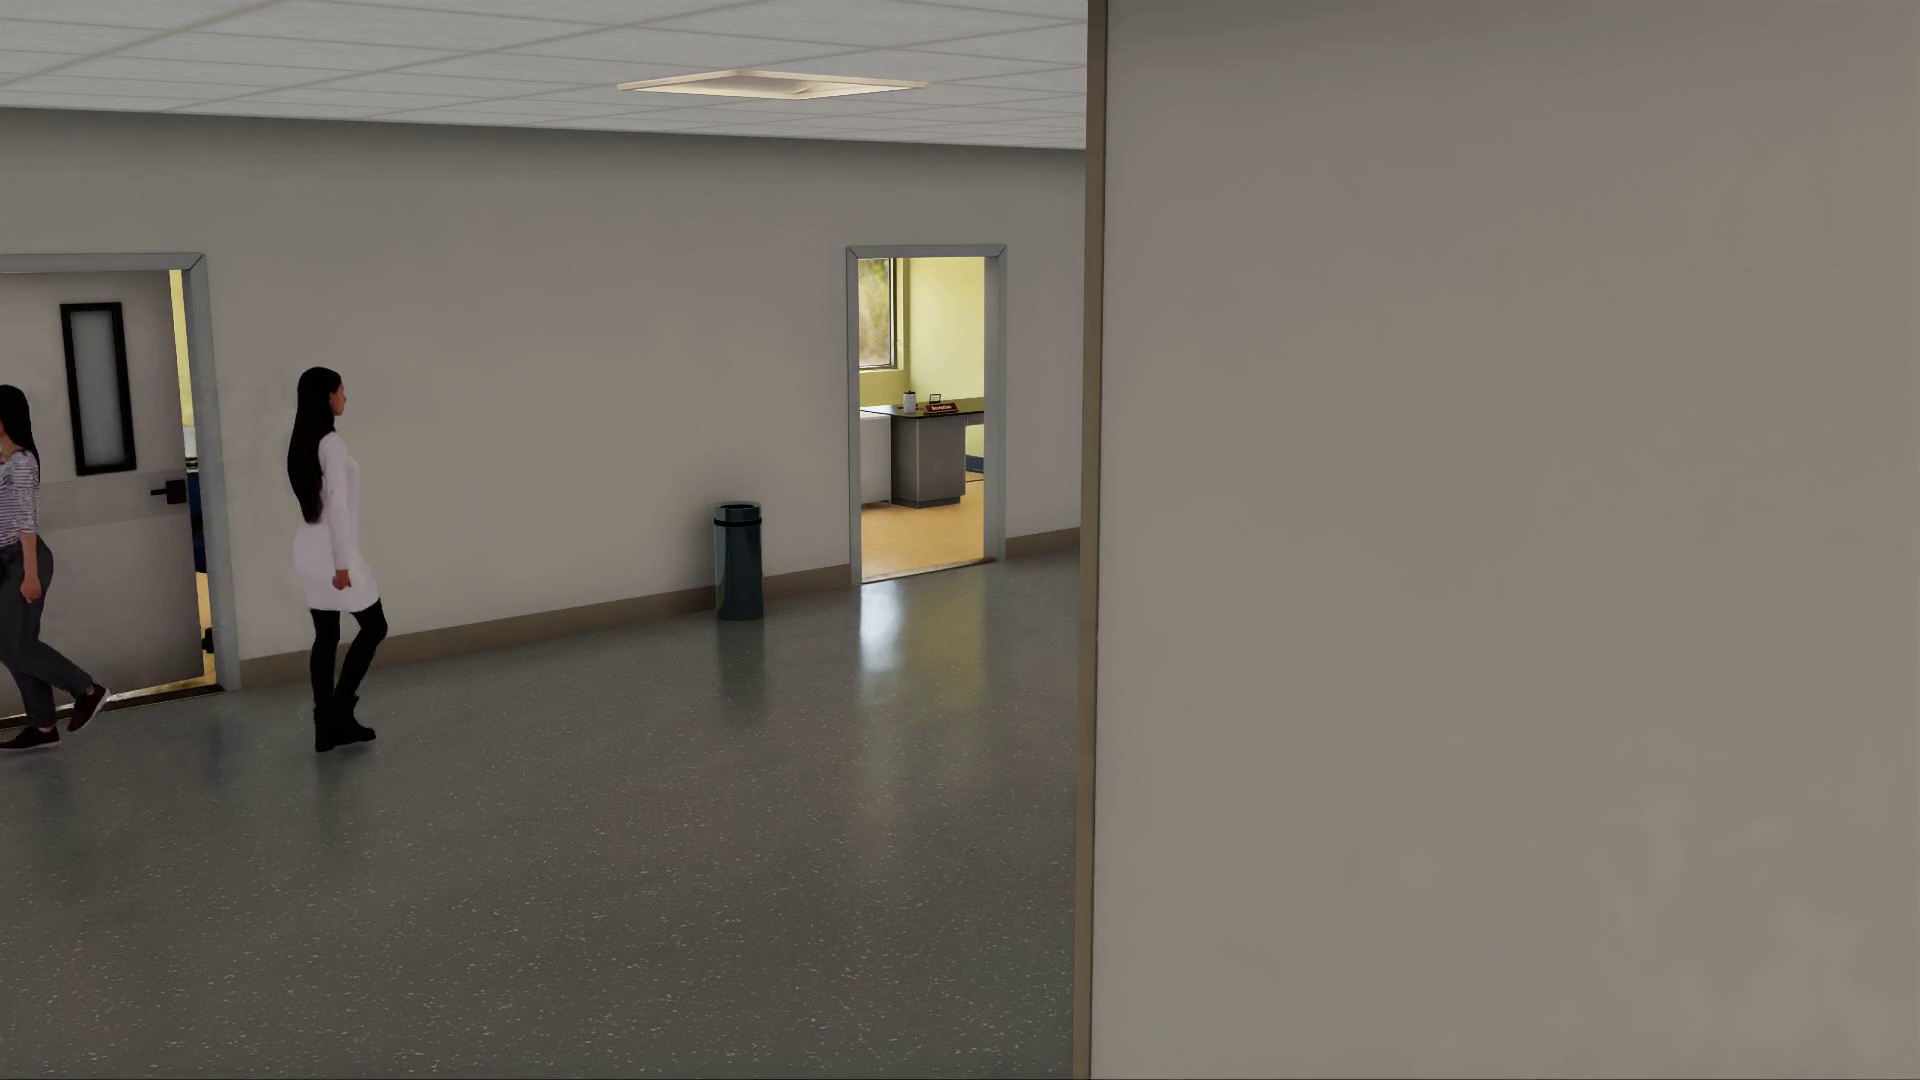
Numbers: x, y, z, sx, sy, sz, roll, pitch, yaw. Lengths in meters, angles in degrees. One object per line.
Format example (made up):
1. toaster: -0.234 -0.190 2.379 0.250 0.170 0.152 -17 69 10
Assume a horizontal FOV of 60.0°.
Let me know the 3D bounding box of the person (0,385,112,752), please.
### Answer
1. person: -4.264 0.142 7.750 0.689 1.721 0.607 -9 14 -39

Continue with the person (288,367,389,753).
1. person: -3.012 0.115 7.694 0.646 1.794 0.622 9 14 41
